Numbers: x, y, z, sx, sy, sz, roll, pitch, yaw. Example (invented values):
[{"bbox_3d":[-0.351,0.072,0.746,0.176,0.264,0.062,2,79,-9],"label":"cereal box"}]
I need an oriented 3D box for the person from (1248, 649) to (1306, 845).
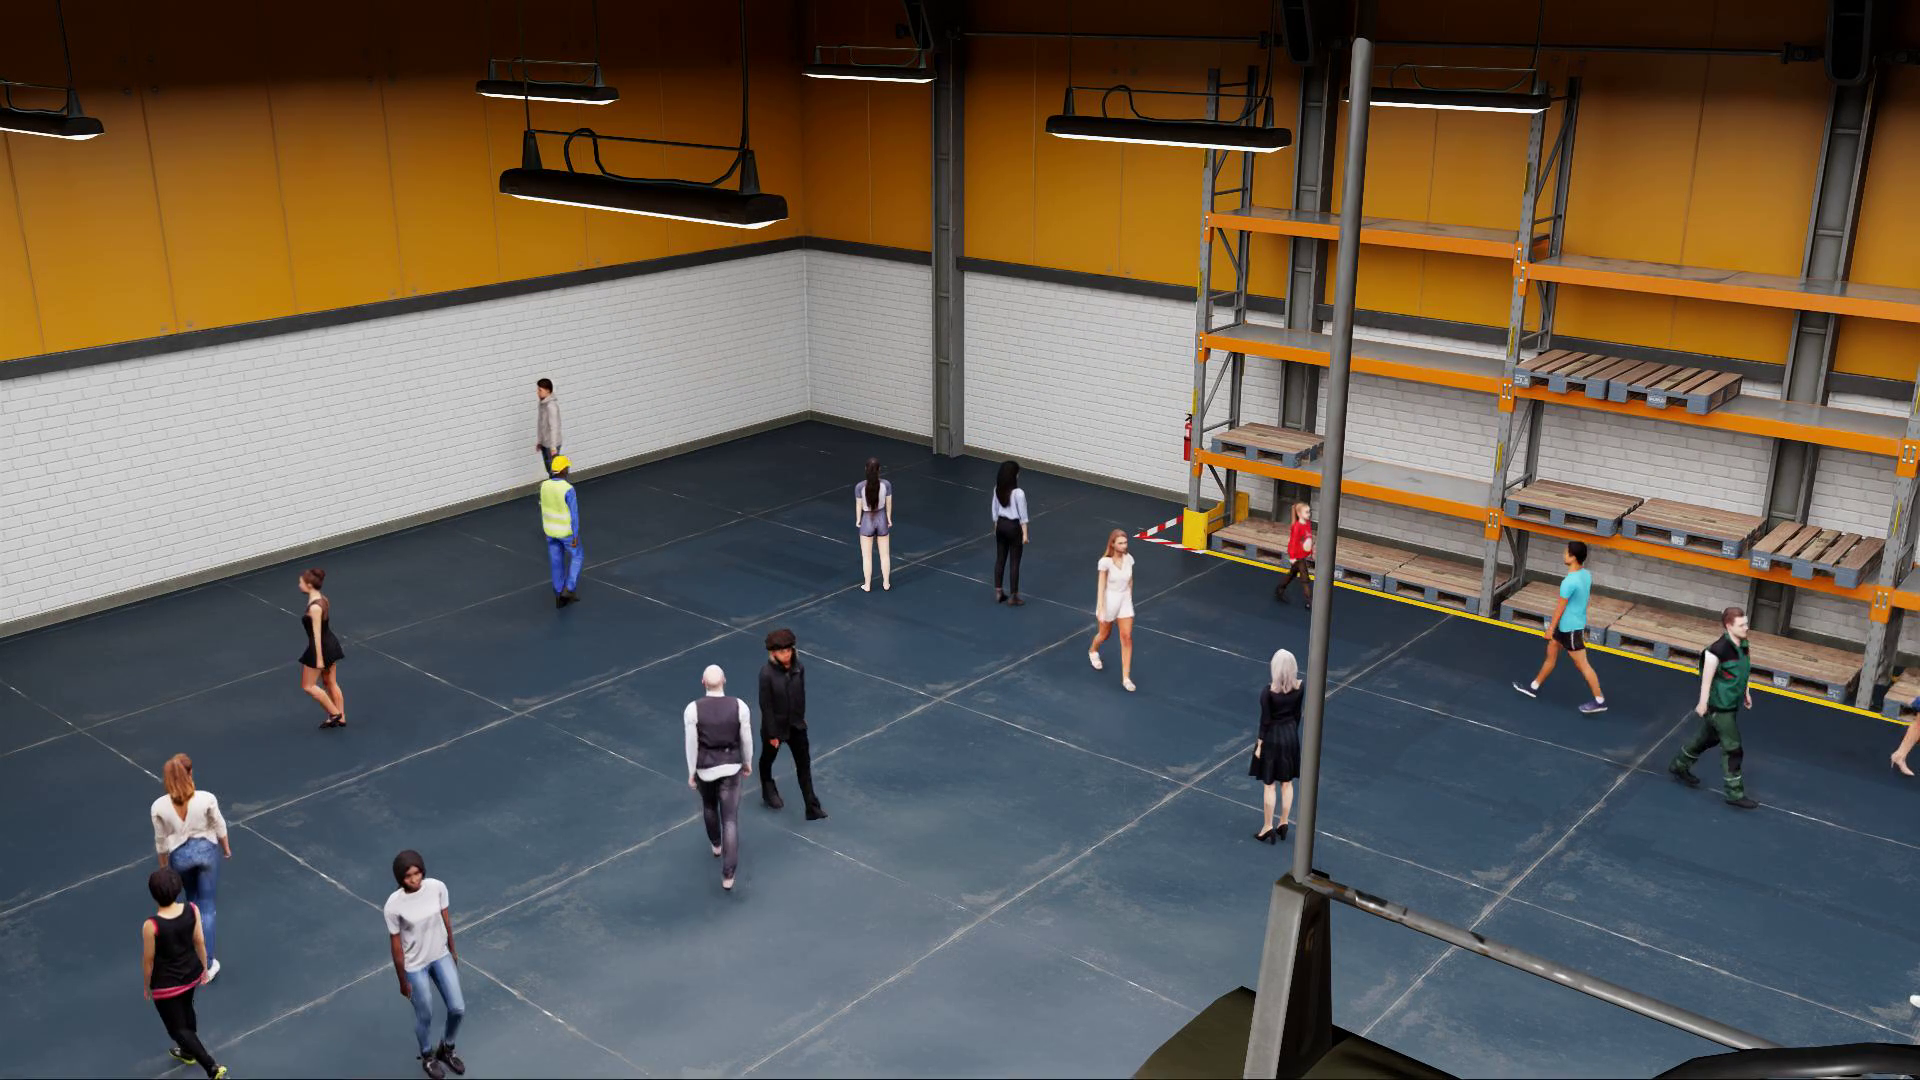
[{"bbox_3d":[2.686,1.732,14.032,0.683,1.747,0.694,-9,20,-24],"label":"person"}]

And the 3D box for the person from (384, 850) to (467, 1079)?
[{"bbox_3d":[-3.575,2.780,10.983,0.627,1.707,0.651,-17,25,-42],"label":"person"}]

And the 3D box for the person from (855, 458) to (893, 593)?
[{"bbox_3d":[-1.019,-0.186,19.880,0.674,1.650,0.706,-4,19,-12],"label":"person"}]

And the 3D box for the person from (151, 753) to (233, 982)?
[{"bbox_3d":[-5.582,2.412,12.125,1.040,1.676,1.187,-4,19,-13],"label":"person"}]

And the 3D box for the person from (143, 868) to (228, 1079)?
[{"bbox_3d":[-5.106,2.897,10.918,1.023,1.526,0.656,11,21,29],"label":"person"}]

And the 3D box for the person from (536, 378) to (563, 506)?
[{"bbox_3d":[-5.644,-1.341,22.993,0.779,1.852,0.606,-12,22,-31],"label":"person"}]

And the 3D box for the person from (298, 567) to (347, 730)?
[{"bbox_3d":[-6.104,1.069,16.126,0.801,1.668,0.737,-3,19,-10],"label":"person"}]

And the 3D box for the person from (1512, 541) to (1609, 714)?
[{"bbox_3d":[6.162,0.910,16.513,1.194,1.722,0.687,13,23,35],"label":"person"}]

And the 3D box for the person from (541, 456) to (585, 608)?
[{"bbox_3d":[-4.673,-0.071,19.307,0.740,1.798,0.851,5,19,13],"label":"person"}]

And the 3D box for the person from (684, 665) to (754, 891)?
[{"bbox_3d":[-1.940,1.938,13.383,1.186,1.772,1.297,-4,19,-12],"label":"person"}]

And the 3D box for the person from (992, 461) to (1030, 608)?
[{"bbox_3d":[0.575,-0.084,19.430,0.477,1.744,0.710,16,24,39],"label":"person"}]

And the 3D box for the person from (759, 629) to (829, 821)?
[{"bbox_3d":[-1.593,1.587,14.505,0.822,1.721,1.165,-13,23,-34],"label":"person"}]

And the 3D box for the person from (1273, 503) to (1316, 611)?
[{"bbox_3d":[3.916,0.176,19.421,0.895,1.256,0.516,14,23,36],"label":"person"}]

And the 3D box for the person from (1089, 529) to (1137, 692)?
[{"bbox_3d":[1.571,0.673,17.312,0.948,1.661,1.186,-7,20,-19],"label":"person"}]

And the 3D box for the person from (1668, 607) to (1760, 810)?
[{"bbox_3d":[6.733,1.435,14.824,0.808,1.805,1.173,-14,23,-36],"label":"person"}]
